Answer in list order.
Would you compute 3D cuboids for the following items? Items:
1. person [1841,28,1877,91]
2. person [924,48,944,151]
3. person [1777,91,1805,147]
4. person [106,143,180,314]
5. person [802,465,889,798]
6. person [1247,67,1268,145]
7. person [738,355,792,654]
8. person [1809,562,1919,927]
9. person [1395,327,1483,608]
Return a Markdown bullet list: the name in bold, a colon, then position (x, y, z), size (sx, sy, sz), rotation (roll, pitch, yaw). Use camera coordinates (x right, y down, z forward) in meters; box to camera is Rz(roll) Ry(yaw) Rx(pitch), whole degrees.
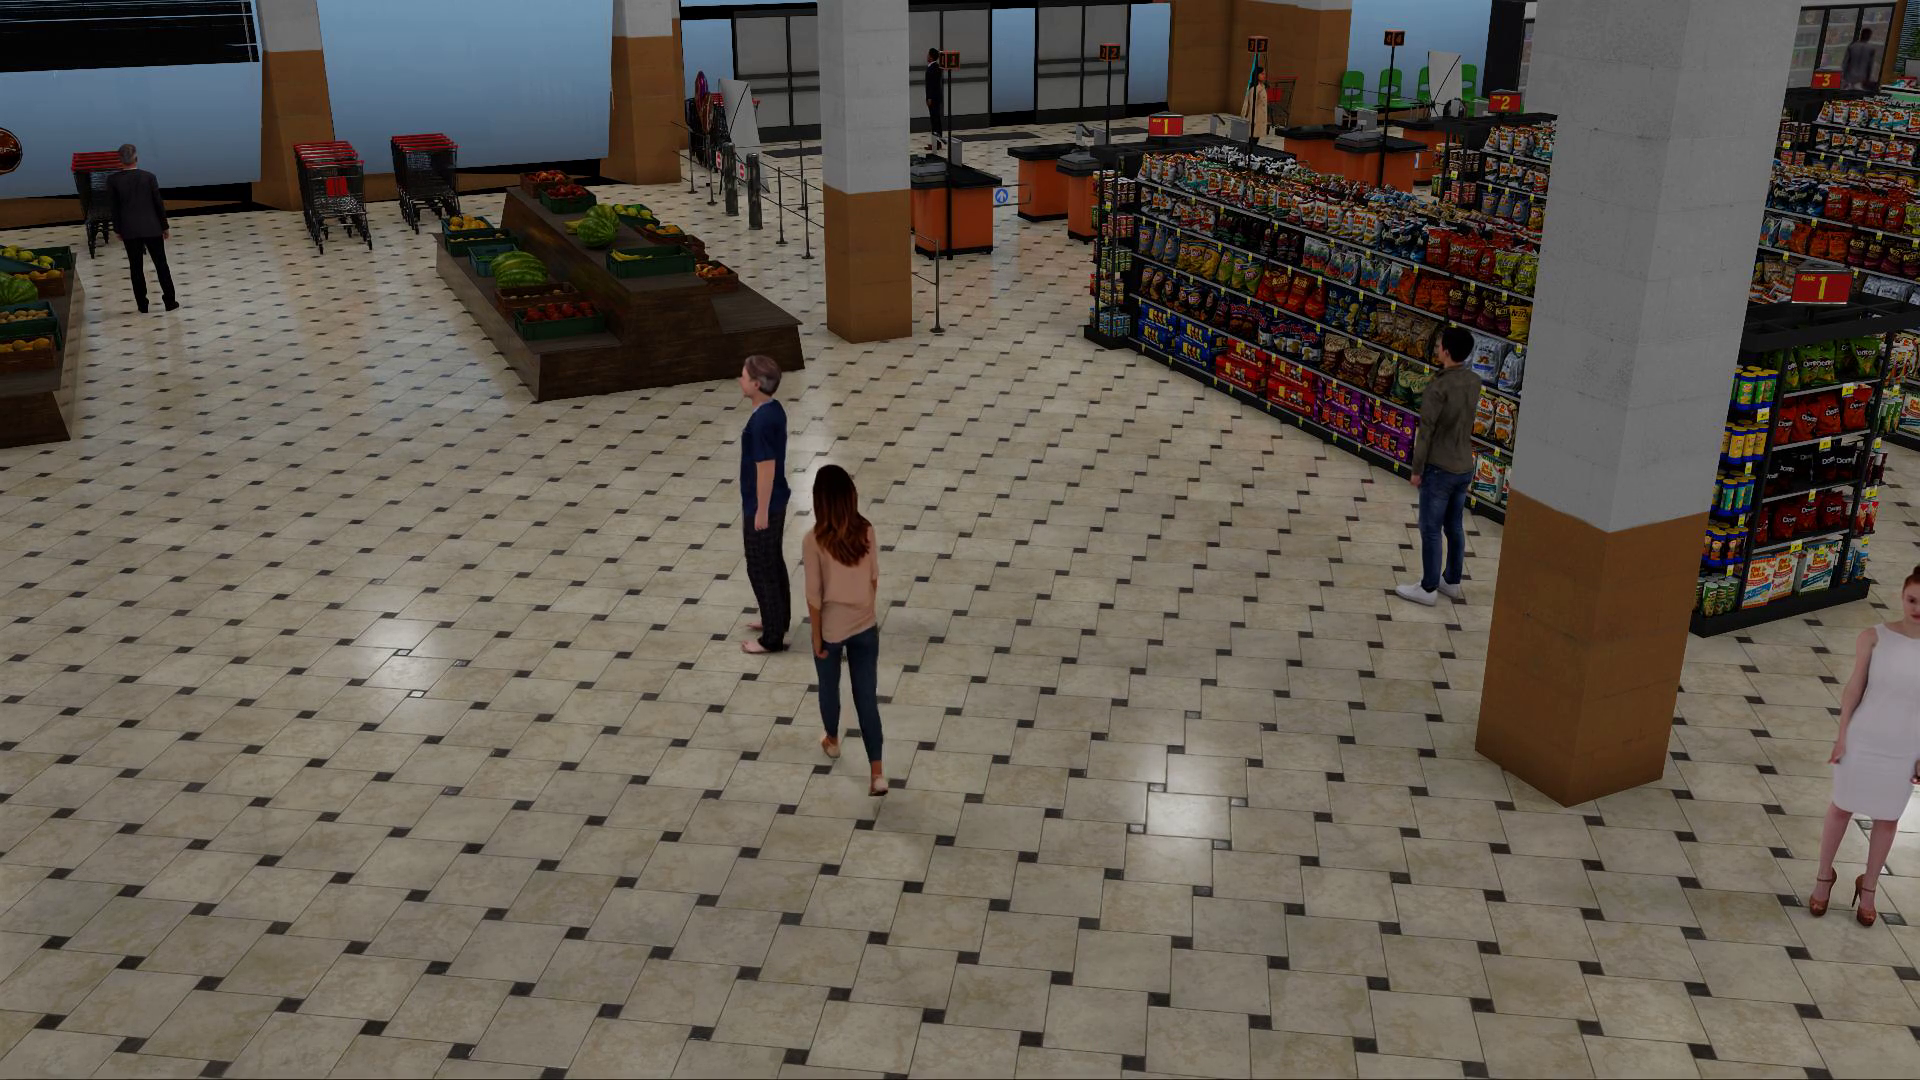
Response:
- **person**: position (17.004, -8.755, 31.600), size (1.072, 1.808, 1.117), rotation (8, 23, 19)
- **person**: position (-0.445, -7.729, 29.158), size (0.764, 1.726, 0.688), rotation (6, 23, 15)
- **person**: position (10.943, -5.019, 22.244), size (0.848, 1.852, 1.145), rotation (-14, 26, -31)
- **person**: position (-9.030, -3.440, 18.332), size (0.724, 1.839, 0.571), rotation (-9, 24, -21)
- **person**: position (-0.554, 0.507, 8.623), size (0.682, 1.754, 1.171), rotation (-7, 23, -16)
- **person**: position (4.764, -6.760, 26.807), size (0.741, 1.682, 0.718), rotation (11, 24, 25)
- **person**: position (-1.178, -0.236, 10.317), size (0.812, 1.869, 0.664), rotation (0, 22, -1)
- **person**: position (4.170, 0.934, 7.508), size (0.607, 1.793, 0.685), rotation (10, 24, 23)
- **person**: position (3.205, -0.476, 10.923), size (0.738, 1.863, 0.651), rotation (-16, 27, -35)
